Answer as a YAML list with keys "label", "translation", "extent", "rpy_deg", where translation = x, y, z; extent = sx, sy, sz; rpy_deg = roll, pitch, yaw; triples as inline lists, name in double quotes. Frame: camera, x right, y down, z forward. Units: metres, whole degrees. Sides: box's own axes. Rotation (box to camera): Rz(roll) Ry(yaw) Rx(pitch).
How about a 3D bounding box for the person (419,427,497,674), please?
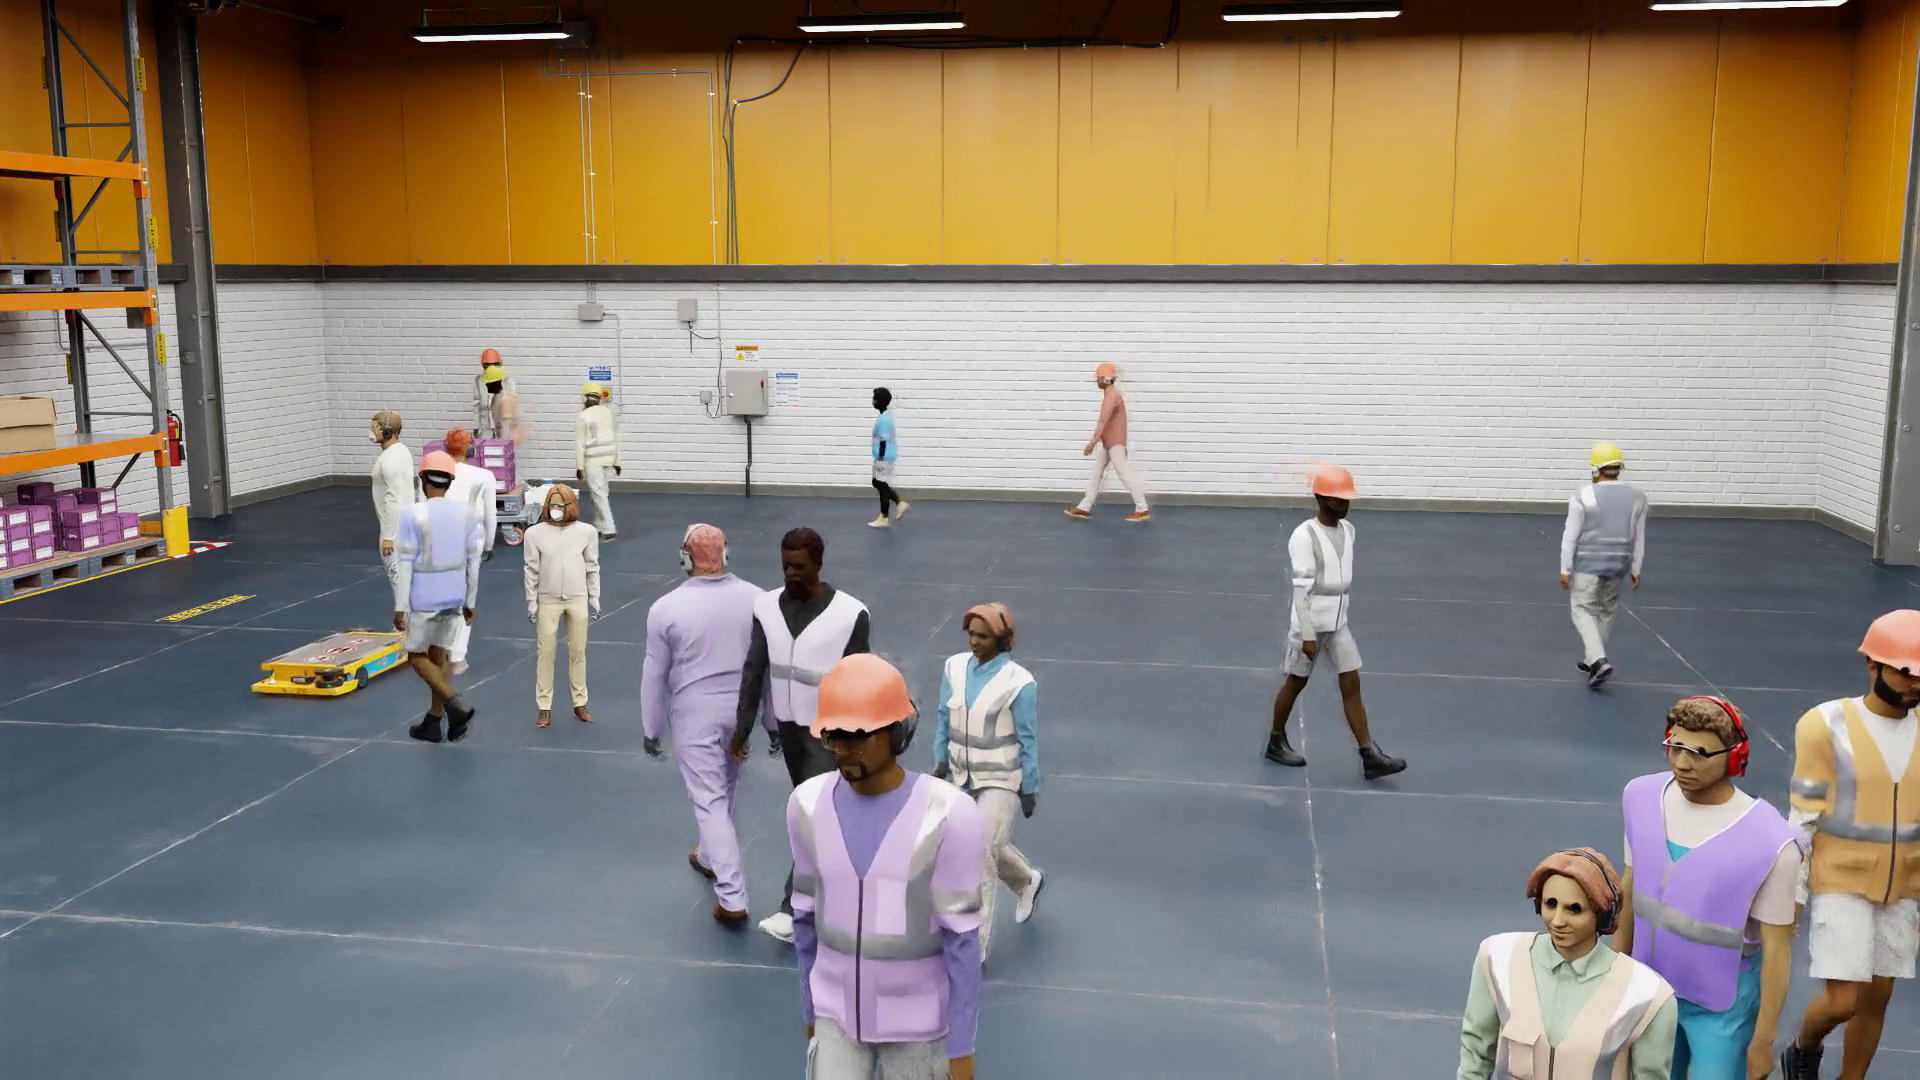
- label: "person"
  translation: [-3.828, 0.063, 12.766]
  extent: [0.574, 1.849, 0.752]
  rpy_deg: [0, 9, -1]

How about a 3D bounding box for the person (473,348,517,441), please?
- label: "person"
  translation: [-6.195, -1.538, 22.144]
  extent: [0.619, 2.031, 0.432]
  rpy_deg: [3, 10, 16]

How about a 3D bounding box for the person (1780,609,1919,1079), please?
- label: "person"
  translation: [3.100, 1.173, 5.654]
  extent: [0.563, 1.921, 0.411]
  rpy_deg: [0, 9, -1]

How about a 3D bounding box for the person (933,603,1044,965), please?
- label: "person"
  translation: [0.161, 1.051, 7.381]
  extent: [0.513, 1.609, 0.737]
  rpy_deg: [9, 13, 44]

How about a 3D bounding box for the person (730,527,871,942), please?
- label: "person"
  translation: [-0.755, 0.877, 7.662]
  extent: [0.619, 1.868, 0.990]
  rpy_deg: [5, 10, 28]

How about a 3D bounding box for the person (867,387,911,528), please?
- label: "person"
  translation: [-0.870, -0.976, 19.696]
  extent: [0.427, 1.684, 0.550]
  rpy_deg: [0, 9, 1]

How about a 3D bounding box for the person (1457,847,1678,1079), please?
- label: "person"
  translation: [1.492, 1.556, 4.157]
  extent: [0.513, 1.641, 0.307]
  rpy_deg: [6, 11, 34]

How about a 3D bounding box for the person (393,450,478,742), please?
- label: "person"
  translation: [-3.317, 0.385, 10.635]
  extent: [0.591, 1.892, 0.608]
  rpy_deg: [7, 12, 38]

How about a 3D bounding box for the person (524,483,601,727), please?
- label: "person"
  translation: [-2.660, 0.430, 11.160]
  extent: [0.500, 1.632, 0.286]
  rpy_deg: [-4, 10, -21]

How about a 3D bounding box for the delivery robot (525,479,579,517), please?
- label: "delivery robot"
  translation: [-4.926, -0.490, 19.915]
  extent: [0.707, 0.478, 0.477]
  rpy_deg: [-1, 9, -8]

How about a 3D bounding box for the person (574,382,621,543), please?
- label: "person"
  translation: [-4.093, -0.873, 18.796]
  extent: [0.564, 1.797, 0.631]
  rpy_deg: [6, 11, 32]

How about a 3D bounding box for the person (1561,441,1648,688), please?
- label: "person"
  translation: [4.710, 0.175, 12.201]
  extent: [0.610, 1.810, 0.762]
  rpy_deg: [-1, 9, -5]

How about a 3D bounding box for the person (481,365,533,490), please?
- label: "person"
  translation: [-5.684, -1.259, 20.875]
  extent: [0.648, 1.878, 0.618]
  rpy_deg: [-6, 11, -33]

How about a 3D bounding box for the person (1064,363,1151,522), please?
- label: "person"
  translation: [1.849, -1.182, 20.258]
  extent: [1.059, 1.941, 0.609]
  rpy_deg: [0, 9, 2]

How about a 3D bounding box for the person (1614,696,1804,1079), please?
- label: "person"
  translation: [2.174, 1.342, 4.894]
  extent: [0.394, 1.837, 0.569]
  rpy_deg: [-5, 10, -27]

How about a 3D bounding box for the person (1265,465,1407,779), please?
- label: "person"
  translation: [2.235, 0.495, 9.980]
  extent: [0.561, 1.881, 0.961]
  rpy_deg: [-6, 11, -35]

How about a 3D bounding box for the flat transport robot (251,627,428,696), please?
- label: "flat transport robot"
  translation: [-4.609, 0.898, 12.469]
  extent: [0.652, 0.197, 1.431]
  rpy_deg: [2, 9, 9]

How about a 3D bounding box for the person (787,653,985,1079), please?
- label: "person"
  translation: [-0.186, 1.282, 4.708]
  extent: [0.613, 2.016, 0.860]
  rpy_deg: [4, 10, 22]

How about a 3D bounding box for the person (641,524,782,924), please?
- label: "person"
  translation: [-1.187, 0.846, 7.944]
  extent: [0.654, 1.851, 1.012]
  rpy_deg: [-6, 11, -31]

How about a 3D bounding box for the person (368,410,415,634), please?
- label: "person"
  translation: [-4.555, -0.078, 13.371]
  extent: [0.372, 1.940, 0.630]
  rpy_deg: [-2, 9, -14]
